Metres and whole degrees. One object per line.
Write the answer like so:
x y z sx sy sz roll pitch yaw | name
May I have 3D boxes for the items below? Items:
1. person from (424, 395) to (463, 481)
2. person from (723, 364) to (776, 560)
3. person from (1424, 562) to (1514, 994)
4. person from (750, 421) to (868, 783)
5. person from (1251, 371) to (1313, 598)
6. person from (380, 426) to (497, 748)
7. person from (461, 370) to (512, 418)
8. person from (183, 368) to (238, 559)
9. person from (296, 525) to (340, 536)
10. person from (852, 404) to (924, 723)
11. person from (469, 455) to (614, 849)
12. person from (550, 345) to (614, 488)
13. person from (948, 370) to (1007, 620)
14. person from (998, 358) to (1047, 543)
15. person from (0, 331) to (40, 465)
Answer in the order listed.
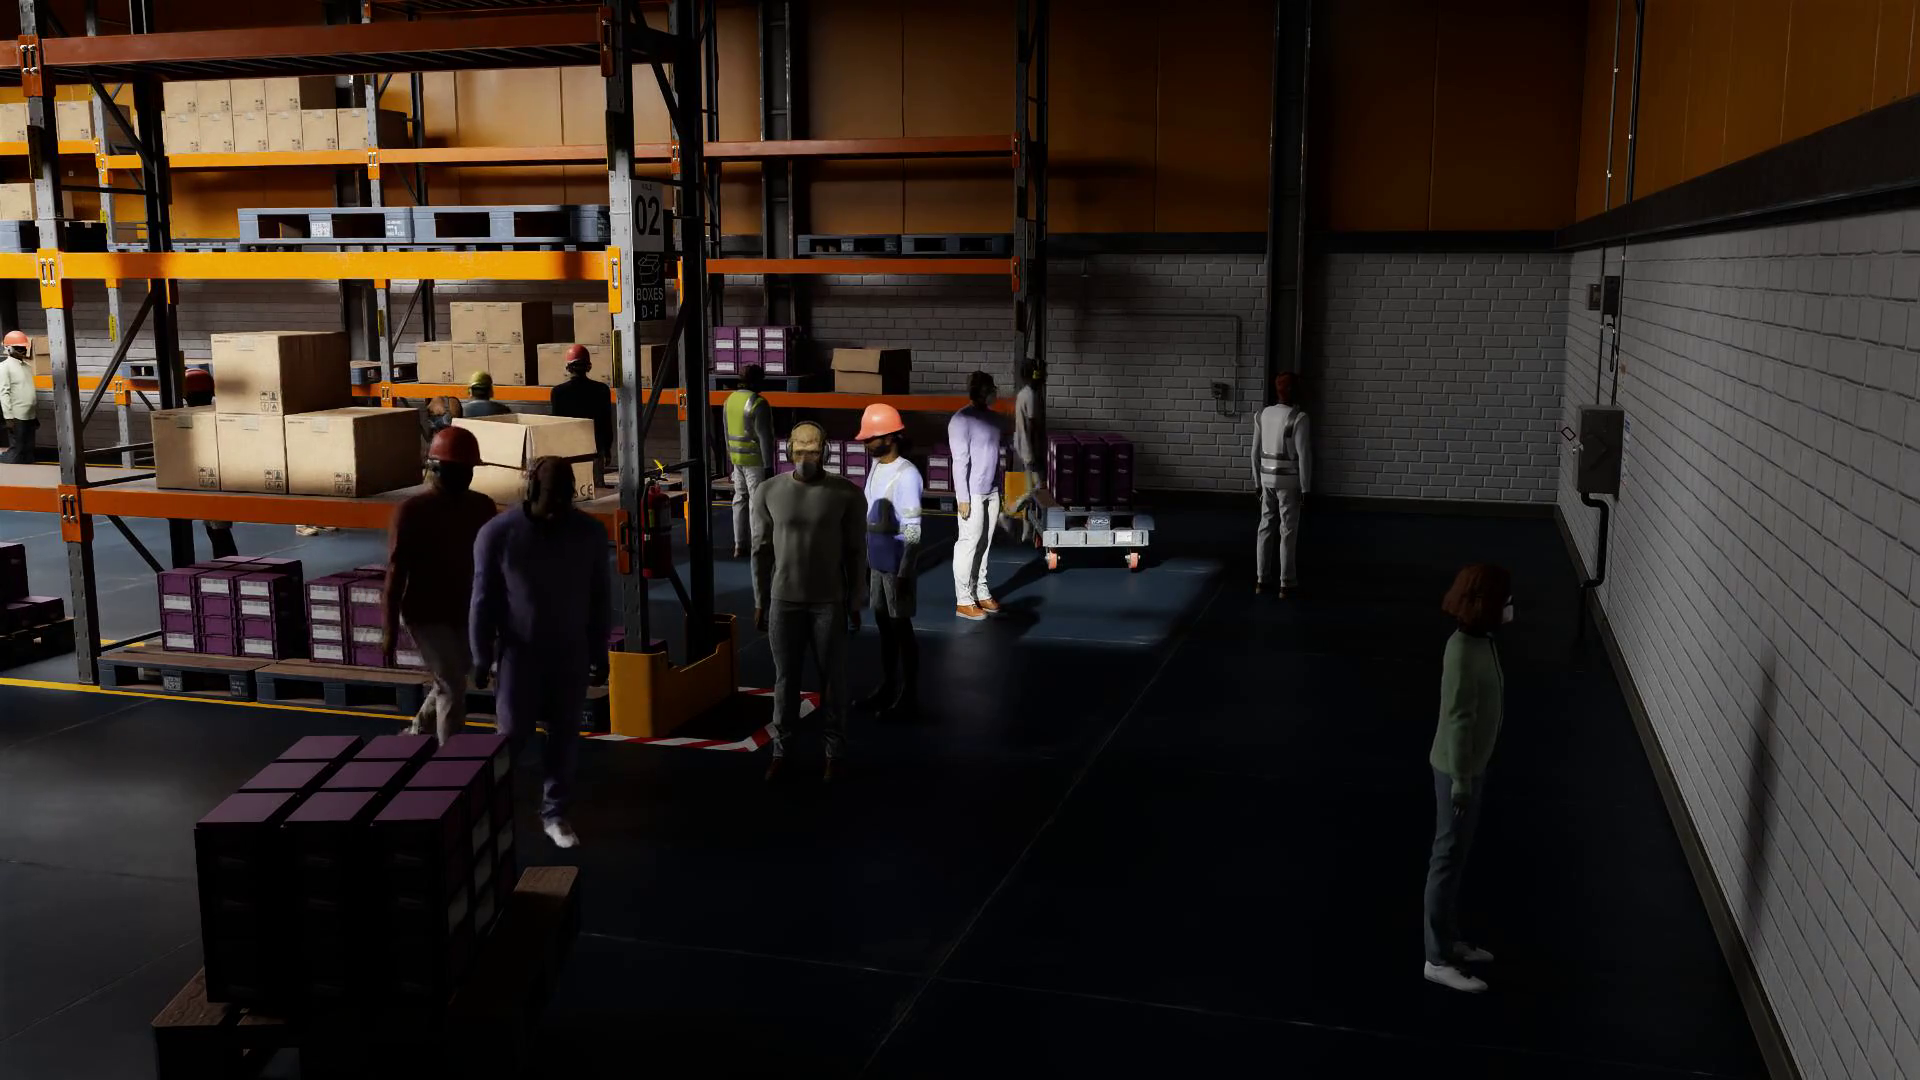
-3.639 -0.123 11.966 0.430 1.836 0.618 -3 10 -15 | person
-1.939 -0.729 15.615 0.429 1.840 0.636 -9 13 -42 | person
1.953 0.887 6.391 0.282 1.633 0.501 4 10 24 | person
-0.804 0.331 8.863 0.631 1.939 0.372 1 9 3 | person
2.686 -0.463 13.856 0.337 1.883 0.584 -7 12 -38 | person
-2.707 0.368 8.598 0.929 1.952 0.644 7 12 36 | person
-4.468 -0.694 15.596 0.597 1.789 0.886 -2 10 -12 | person
-6.063 -0.418 13.439 0.375 1.934 0.547 -7 12 -37 | person
-6.654 -0.968 17.091 0.430 1.837 0.624 4 10 21 | person
-0.444 0.137 10.072 0.374 1.928 0.542 -5 11 -29 | person
-1.999 0.513 7.940 0.668 1.881 0.581 -5 11 -29 | person
-3.664 -0.892 16.139 0.609 1.995 0.376 -6 11 -30 | person
0.151 -0.357 13.051 0.372 1.940 0.630 5 11 30 | person
0.648 -0.879 16.514 0.478 1.846 0.553 -1 9 -7 | person
-11.112 -1.475 19.694 0.385 1.993 0.624 0 9 -1 | person
